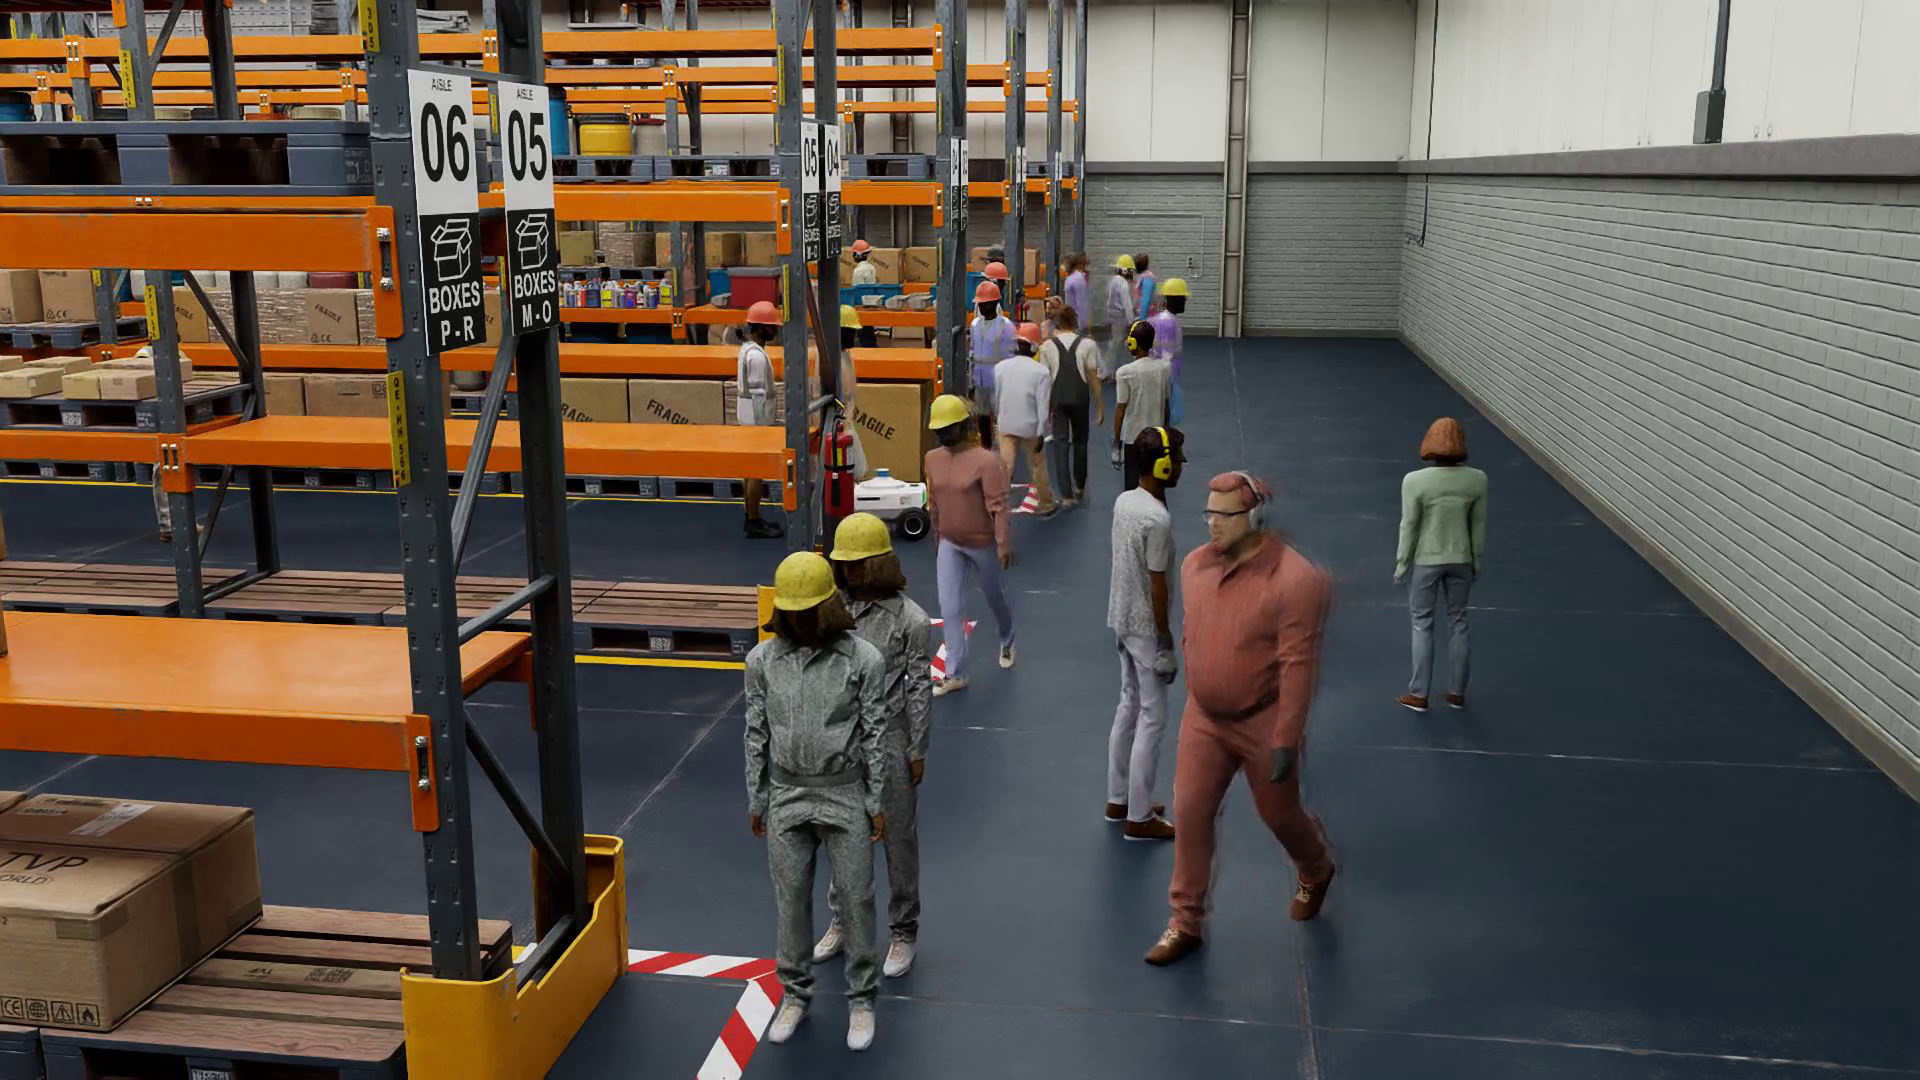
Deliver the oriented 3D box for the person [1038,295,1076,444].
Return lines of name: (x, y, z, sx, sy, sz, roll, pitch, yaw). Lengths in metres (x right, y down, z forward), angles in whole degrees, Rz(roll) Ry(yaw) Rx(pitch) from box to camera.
person: (1.057, -1.847, 18.145, 0.312, 1.632, 0.526, -12, 17, -42)

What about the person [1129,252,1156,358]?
person: (2.630, -3.242, 24.037, 0.496, 1.821, 0.762, -1, 13, -7)

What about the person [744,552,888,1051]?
person: (-0.490, 0.880, 5.609, 0.489, 1.731, 0.320, 2, 13, 7)

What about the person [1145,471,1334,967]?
person: (1.114, 0.646, 6.348, 0.637, 1.876, 0.910, 11, 17, 41)

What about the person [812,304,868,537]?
person: (-0.974, -0.942, 13.432, 0.420, 1.910, 0.590, 4, 13, 19)

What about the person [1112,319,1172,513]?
person: (1.376, -0.731, 12.598, 0.513, 1.861, 0.326, -6, 14, -26)

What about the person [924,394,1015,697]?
person: (0.089, -0.012, 9.677, 0.588, 1.718, 0.880, 8, 15, 32)

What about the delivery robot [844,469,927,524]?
delivery robot: (-0.632, -0.339, 13.571, 0.707, 0.478, 0.477, -1, 13, -6)

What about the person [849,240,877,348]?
person: (-1.389, -3.291, 23.829, 0.387, 1.996, 0.611, 4, 13, 18)

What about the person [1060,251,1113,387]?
person: (1.641, -3.022, 22.896, 1.038, 1.891, 0.616, 0, 12, 0)

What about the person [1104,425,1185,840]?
person: (0.830, 0.415, 7.413, 0.336, 1.862, 0.513, -3, 13, -15)

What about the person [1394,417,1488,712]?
person: (2.645, 0.138, 9.171, 0.507, 1.630, 0.266, -2, 13, -8)

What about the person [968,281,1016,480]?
person: (0.277, -1.509, 15.944, 0.545, 1.929, 0.387, 12, 17, 42)

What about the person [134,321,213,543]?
person: (-6.345, -0.904, 13.409, 0.429, 1.844, 0.626, 0, 12, 2)

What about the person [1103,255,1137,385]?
person: (2.345, -3.046, 23.161, 0.807, 1.799, 0.591, 0, 12, -2)

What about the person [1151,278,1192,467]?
person: (2.053, -1.658, 16.636, 0.496, 1.914, 0.609, 1, 13, 5)

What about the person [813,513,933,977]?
person: (-0.346, 0.754, 6.147, 0.492, 1.743, 0.296, 5, 14, 23)

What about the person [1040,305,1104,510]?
person: (1.004, -1.196, 14.861, 0.574, 1.776, 0.964, 1, 13, 7)

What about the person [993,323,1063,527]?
person: (0.553, -0.967, 13.998, 0.566, 1.703, 0.901, 7, 14, 28)

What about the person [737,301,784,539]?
person: (-1.611, -0.971, 13.518, 0.389, 1.929, 0.544, -3, 13, -14)

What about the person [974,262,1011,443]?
person: (0.347, -2.057, 18.298, 0.403, 1.982, 0.628, -3, 13, -13)
